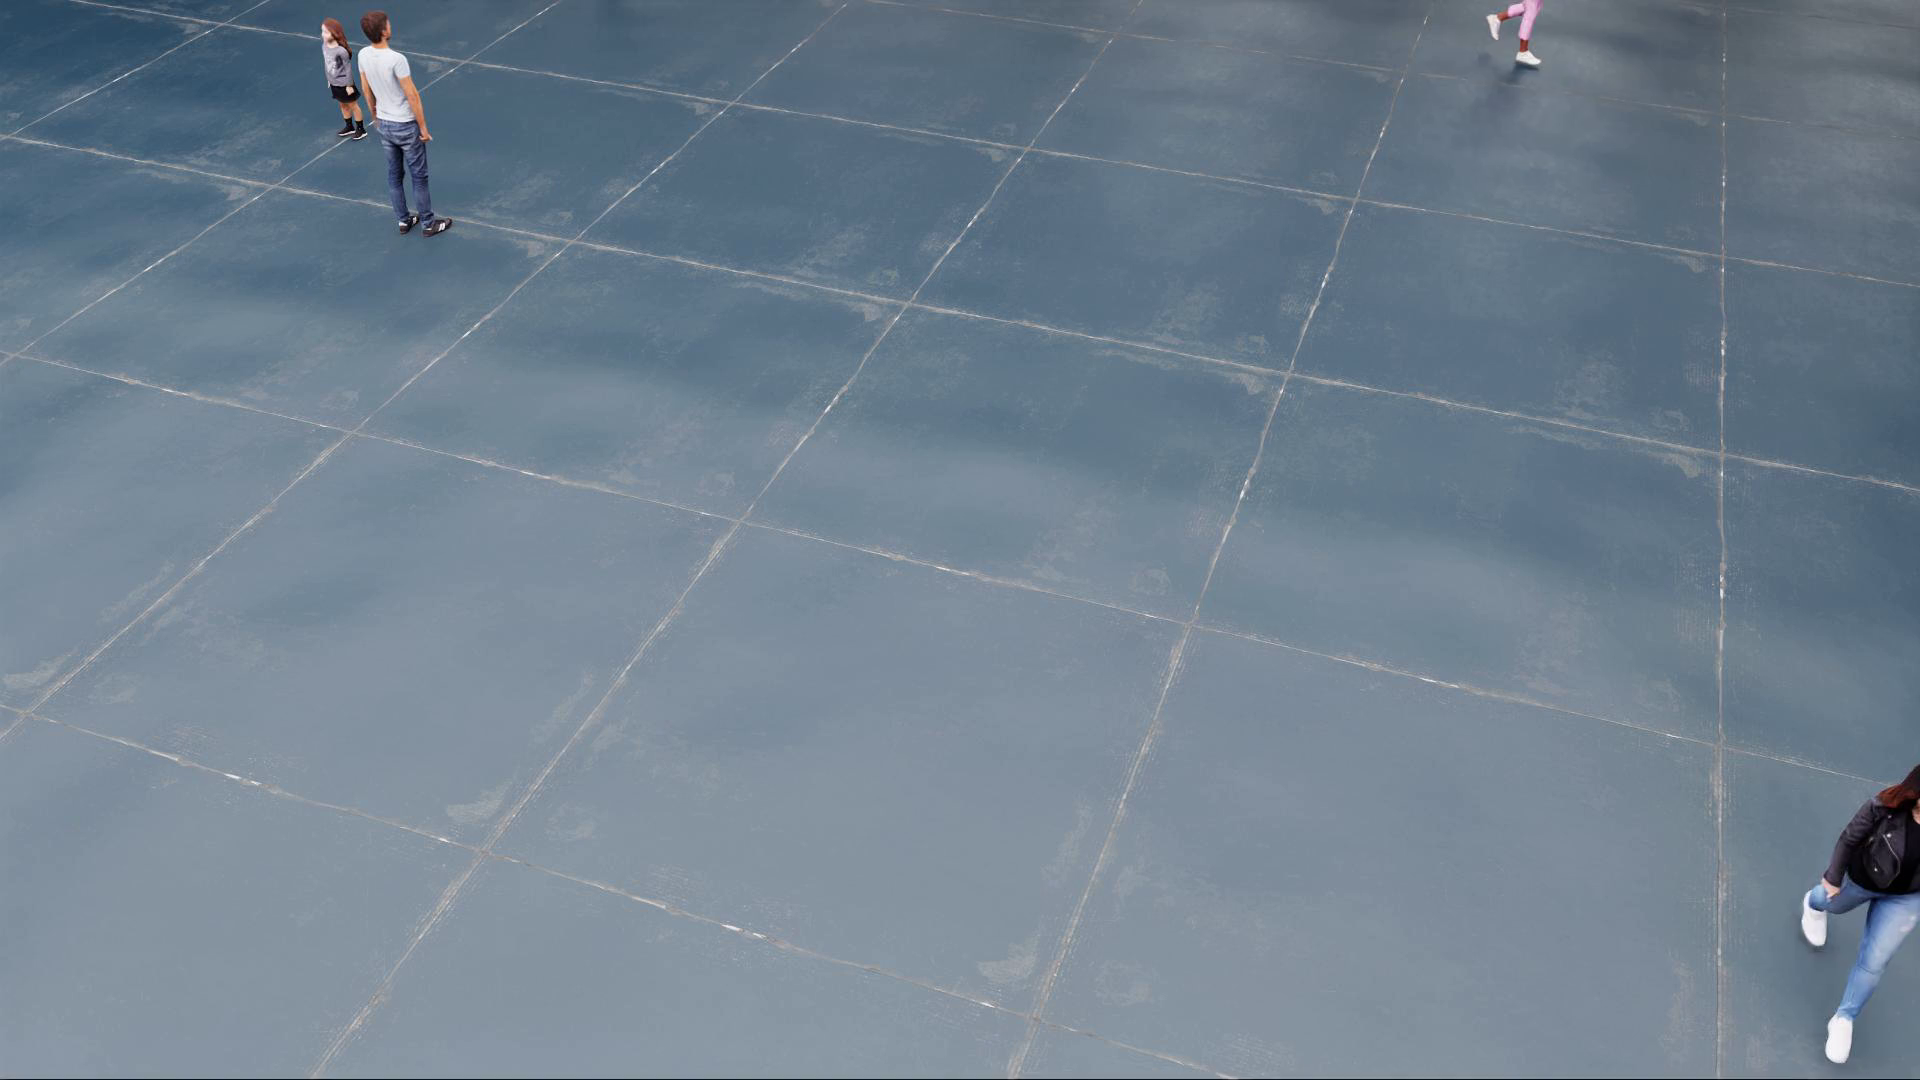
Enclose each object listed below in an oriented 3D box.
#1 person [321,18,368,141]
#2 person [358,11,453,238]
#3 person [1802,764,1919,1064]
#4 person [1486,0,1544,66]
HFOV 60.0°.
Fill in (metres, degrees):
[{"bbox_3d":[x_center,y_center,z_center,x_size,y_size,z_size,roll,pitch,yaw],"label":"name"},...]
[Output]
[{"bbox_3d":[-5.629,-4.204,15.136,0.506,1.104,0.499,21,43,25],"label":"person"},{"bbox_3d":[-4.539,-3.356,13.434,0.634,1.866,0.512,12,40,15],"label":"person"},{"bbox_3d":[4.111,1.495,7.458,0.651,1.590,1.125,12,40,15],"label":"person"},{"bbox_3d":[5.598,-5.592,16.408,0.876,1.724,0.959,32,48,34],"label":"person"}]
